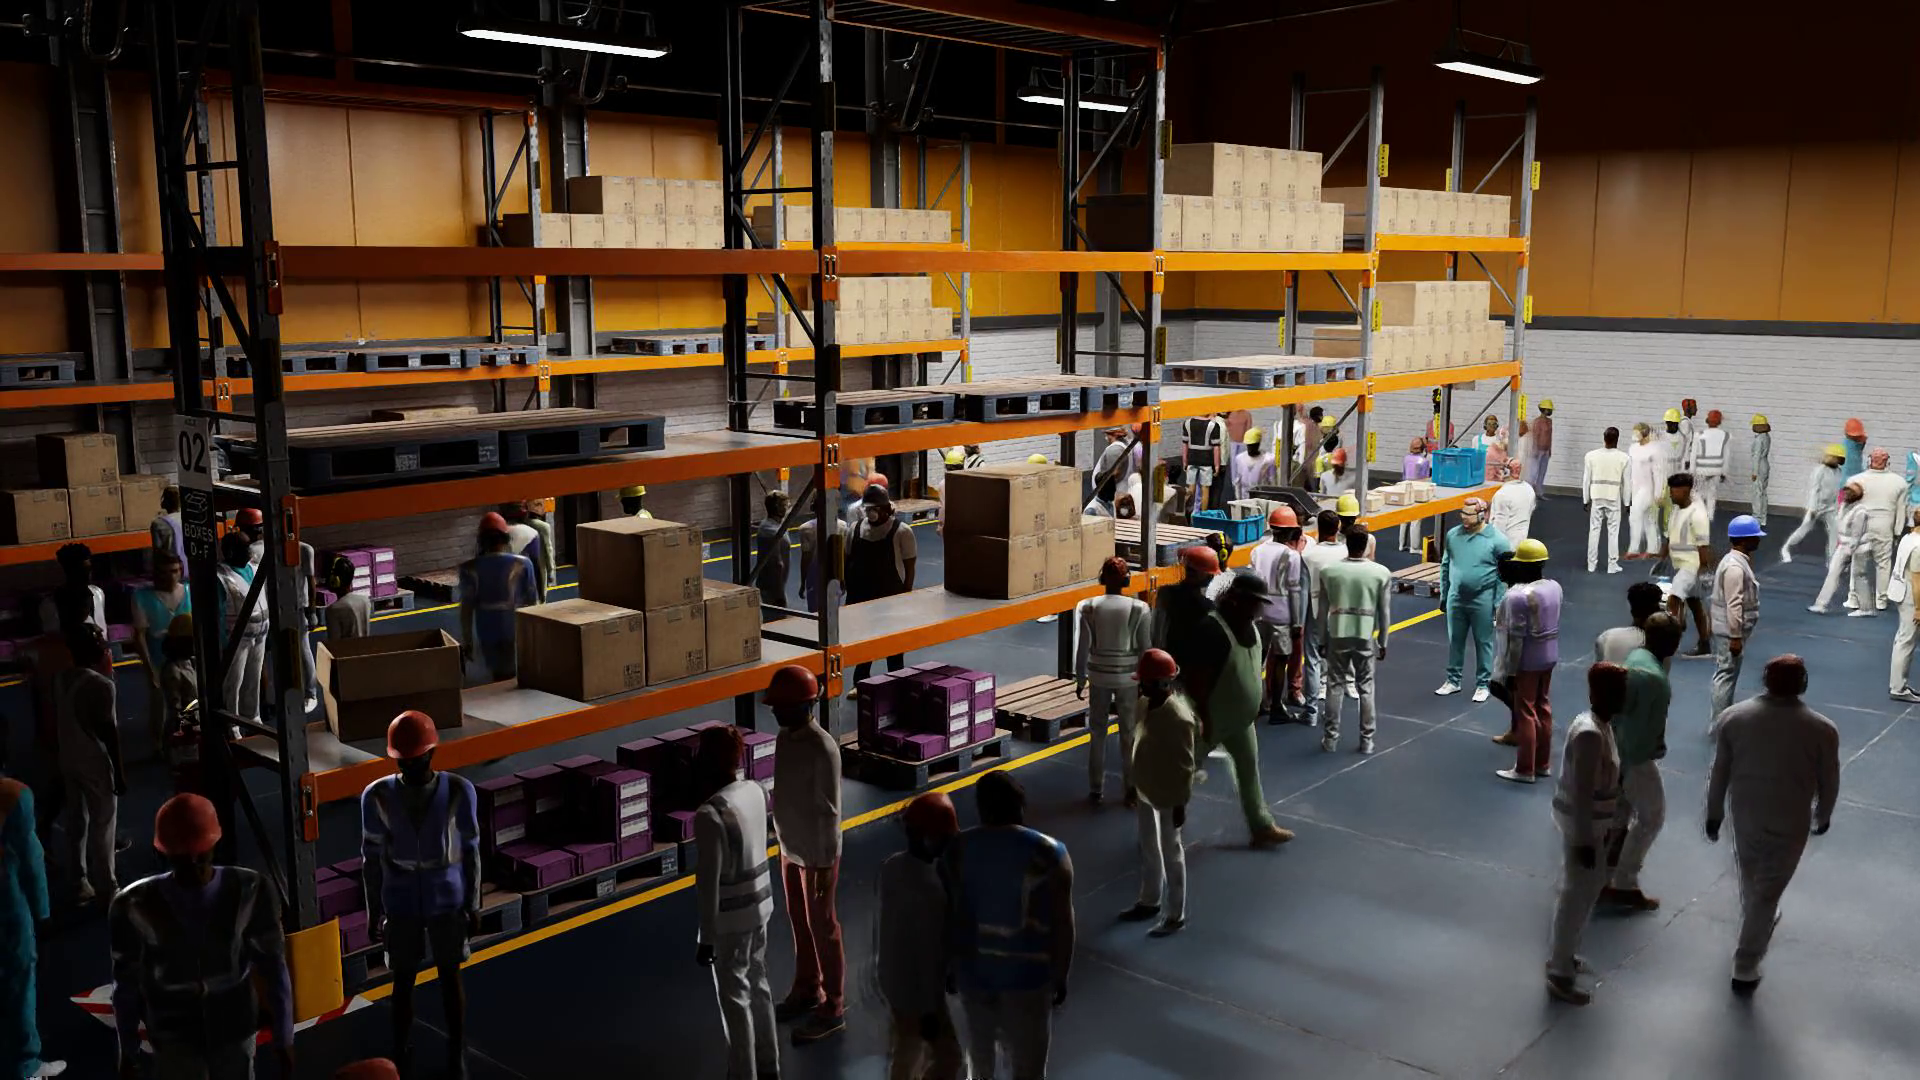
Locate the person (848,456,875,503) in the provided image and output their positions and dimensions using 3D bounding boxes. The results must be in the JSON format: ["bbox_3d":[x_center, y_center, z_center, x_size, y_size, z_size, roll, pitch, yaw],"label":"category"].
[{"bbox_3d":[-1.334,-0.703,22.882,0.434,1.906,0.592,-8,13,-41],"label":"person"}]

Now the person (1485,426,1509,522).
[{"bbox_3d":[7.188,-0.584,22.243,0.402,1.891,0.652,9,13,43],"label":"person"}]

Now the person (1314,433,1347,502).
[{"bbox_3d":[5.149,-0.649,23.182,0.537,1.695,0.320,-6,11,-30],"label":"person"}]

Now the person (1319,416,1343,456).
[{"bbox_3d":[5.598,-1.017,25.277,0.483,1.737,0.319,-7,12,-35],"label":"person"}]

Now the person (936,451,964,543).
[{"bbox_3d":[-0.069,-0.208,20.352,0.535,1.766,0.320,-7,12,-38],"label":"person"}]

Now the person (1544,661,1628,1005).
[{"bbox_3d":[3.476,1.608,9.264,0.344,1.861,0.666,5,11,27],"label":"person"}]

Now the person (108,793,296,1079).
[{"bbox_3d":[-2.951,1.986,6.534,0.639,2.000,0.983,-5,11,-28],"label":"person"}]

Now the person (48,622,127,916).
[{"bbox_3d":[-5.427,1.425,10.397,0.505,1.838,0.347,4,10,21],"label":"person"}]

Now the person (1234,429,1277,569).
[{"bbox_3d":[3.885,-0.527,21.895,0.592,1.892,0.566,8,12,40],"label":"person"}]

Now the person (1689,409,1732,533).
[{"bbox_3d":[11.210,-1.031,24.928,0.587,1.871,0.423,1,10,6],"label":"person"}]

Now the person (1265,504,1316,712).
[{"bbox_3d":[2.971,0.606,15.082,0.598,1.907,0.409,-5,11,-28],"label":"person"}]

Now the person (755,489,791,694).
[{"bbox_3d":[-1.745,0.482,15.711,0.372,1.941,0.627,-2,10,-11],"label":"person"}]

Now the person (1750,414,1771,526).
[{"bbox_3d":[12.258,-1.065,25.559,0.325,1.737,0.484,8,13,40],"label":"person"}]

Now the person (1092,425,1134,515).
[{"bbox_3d":[2.021,-0.647,22.145,0.536,2.000,0.676,4,10,24],"label":"person"}]

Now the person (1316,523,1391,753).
[{"bbox_3d":[3.253,0.818,13.811,0.588,1.907,0.410,2,10,12],"label":"person"}]

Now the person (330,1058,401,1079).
[{"bbox_3d":[-1.822,2.380,5.006,0.578,1.719,0.398,2,10,14],"label":"person"}]

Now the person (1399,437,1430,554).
[{"bbox_3d":[6.350,-0.620,23.212,0.312,1.632,0.517,-4,10,-23],"label":"person"}]

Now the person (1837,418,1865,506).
[{"bbox_3d":[12.168,-0.712,22.828,0.673,1.953,0.432,-9,13,-42],"label":"person"}]

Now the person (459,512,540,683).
[{"bbox_3d":[-3.856,0.766,13.906,0.617,1.993,1.079,0,10,-2],"label":"person"}]

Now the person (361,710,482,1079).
[{"bbox_3d":[-2.606,1.762,8.077,0.552,1.934,0.373,-2,10,-12],"label":"person"}]

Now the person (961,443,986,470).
[{"bbox_3d":[0.157,-0.600,23.055,0.313,1.642,0.513,-9,13,-42],"label":"person"}]

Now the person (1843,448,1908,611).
[{"bbox_3d":[10.653,-0.124,19.422,0.653,1.906,0.408,2,10,14],"label":"person"}]

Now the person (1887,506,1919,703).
[{"bbox_3d":[8.815,0.584,15.415,0.394,1.836,0.561,4,10,23],"label":"person"}]

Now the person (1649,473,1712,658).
[{"bbox_3d":[7.312,0.274,17.004,0.952,1.915,0.611,1,10,6],"label":"person"}]

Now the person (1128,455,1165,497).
[{"bbox_3d":[2.371,-0.303,21.403,0.525,1.586,0.830,4,10,21],"label":"person"}]

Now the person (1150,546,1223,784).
[{"bbox_3d":[1.778,1.000,12.575,0.832,1.949,0.641,-7,12,-37],"label":"person"}]

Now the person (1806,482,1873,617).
[{"bbox_3d":[10.071,0.115,18.928,0.817,1.583,0.569,0,10,-2],"label":"person"}]

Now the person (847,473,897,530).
[{"bbox_3d":[-0.944,0.172,17.835,0.621,1.858,1.049,-4,10,-20],"label":"person"}]

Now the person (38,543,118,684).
[{"bbox_3d":[-6.654,0.987,12.615,0.367,1.966,0.603,2,10,10],"label":"person"}]

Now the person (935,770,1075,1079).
[{"bbox_3d":[0.206,1.933,7.503,0.636,1.804,0.629,3,10,18],"label":"person"}]

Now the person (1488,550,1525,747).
[{"bbox_3d":[4.630,0.918,13.854,0.399,1.681,0.549,5,11,29],"label":"person"}]

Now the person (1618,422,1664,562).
[{"bbox_3d":[9.199,-0.649,22.583,0.850,1.894,0.639,-2,10,-9],"label":"person"}]

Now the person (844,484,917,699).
[{"bbox_3d":[-0.774,0.489,15.366,0.690,2.000,0.538,3,10,17],"label":"person"}]

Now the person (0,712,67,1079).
[{"bbox_3d":[-4.755,1.782,8.104,0.679,1.888,0.531,2,10,14],"label":"person"}]

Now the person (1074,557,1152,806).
[{"bbox_3d":[1.142,1.059,12.433,0.574,1.882,0.358,2,10,11],"label":"person"}]

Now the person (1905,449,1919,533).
[{"bbox_3d":[12.386,-0.489,21.227,0.613,2.033,0.419,4,10,25],"label":"person"}]

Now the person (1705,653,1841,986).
[{"bbox_3d":[4.666,1.564,9.529,1.037,1.846,0.637,-9,13,-43],"label":"person"}]

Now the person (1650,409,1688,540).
[{"bbox_3d":[10.382,-0.965,24.382,0.587,1.928,0.363,-2,10,-14],"label":"person"}]

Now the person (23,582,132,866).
[{"bbox_3d":[-5.941,1.245,11.154,0.609,1.941,0.666,1,10,8],"label":"person"}]

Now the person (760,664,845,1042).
[{"bbox_3d":[-0.831,1.624,8.763,0.407,1.986,0.616,-6,11,-31],"label":"person"}]

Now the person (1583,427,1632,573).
[{"bbox_3d":[8.467,-0.525,21.781,0.599,1.917,0.377,7,12,34],"label":"person"}]
